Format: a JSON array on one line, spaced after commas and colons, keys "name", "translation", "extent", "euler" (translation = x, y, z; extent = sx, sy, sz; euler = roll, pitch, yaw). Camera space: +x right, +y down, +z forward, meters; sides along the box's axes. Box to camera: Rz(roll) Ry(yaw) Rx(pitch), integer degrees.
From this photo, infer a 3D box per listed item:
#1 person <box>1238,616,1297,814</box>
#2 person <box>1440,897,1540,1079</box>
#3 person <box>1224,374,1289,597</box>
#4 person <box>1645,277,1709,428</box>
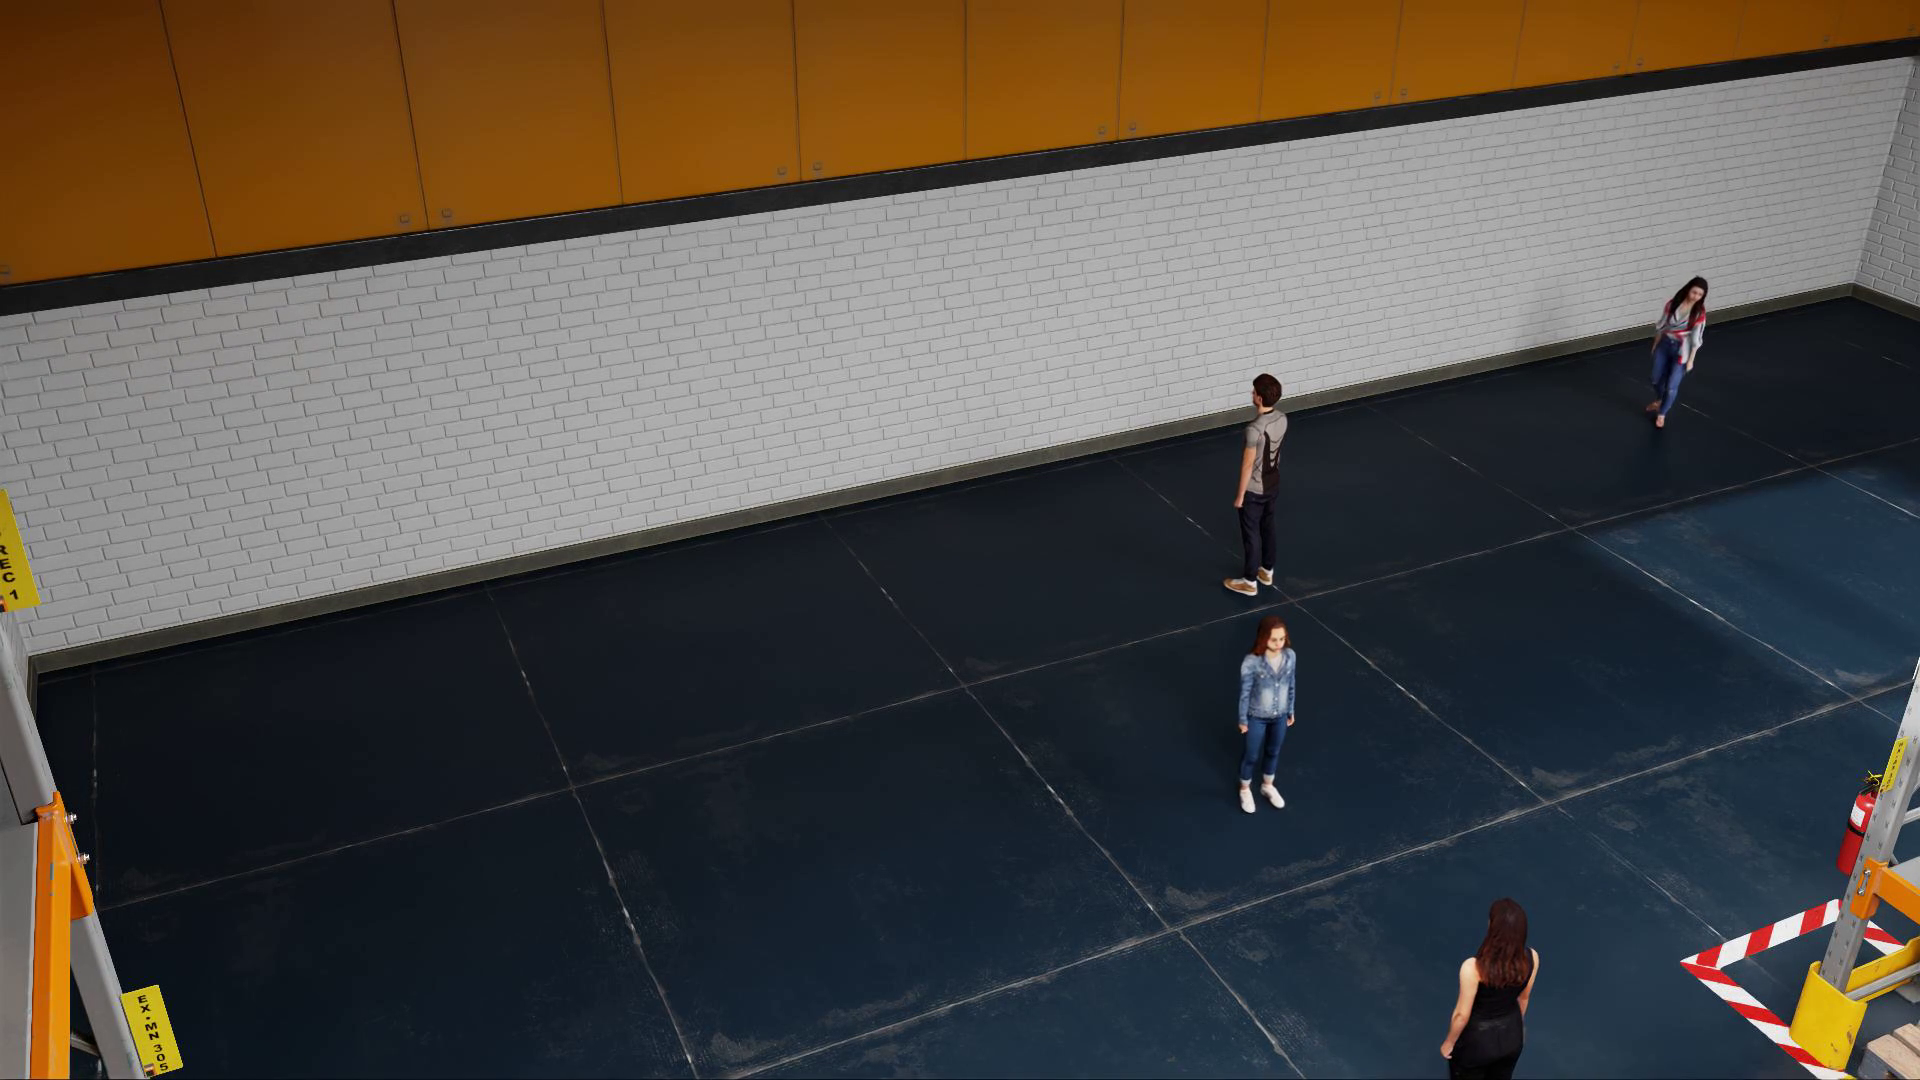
[{"name": "person", "translation": [2.028, 1.135, 11.050], "extent": [0.578, 1.475, 0.511], "euler": [-10, 30, -17]}, {"name": "person", "translation": [2.636, 2.494, 8.338], "extent": [0.625, 1.687, 0.581], "euler": [-8, 30, -14]}, {"name": "person", "translation": [2.442, -0.447, 13.518], "extent": [0.668, 1.890, 0.703], "euler": [24, 37, 37]}, {"name": "person", "translation": [7.073, -1.875, 16.452], "extent": [0.843, 1.587, 0.790], "euler": [-18, 33, -30]}]
